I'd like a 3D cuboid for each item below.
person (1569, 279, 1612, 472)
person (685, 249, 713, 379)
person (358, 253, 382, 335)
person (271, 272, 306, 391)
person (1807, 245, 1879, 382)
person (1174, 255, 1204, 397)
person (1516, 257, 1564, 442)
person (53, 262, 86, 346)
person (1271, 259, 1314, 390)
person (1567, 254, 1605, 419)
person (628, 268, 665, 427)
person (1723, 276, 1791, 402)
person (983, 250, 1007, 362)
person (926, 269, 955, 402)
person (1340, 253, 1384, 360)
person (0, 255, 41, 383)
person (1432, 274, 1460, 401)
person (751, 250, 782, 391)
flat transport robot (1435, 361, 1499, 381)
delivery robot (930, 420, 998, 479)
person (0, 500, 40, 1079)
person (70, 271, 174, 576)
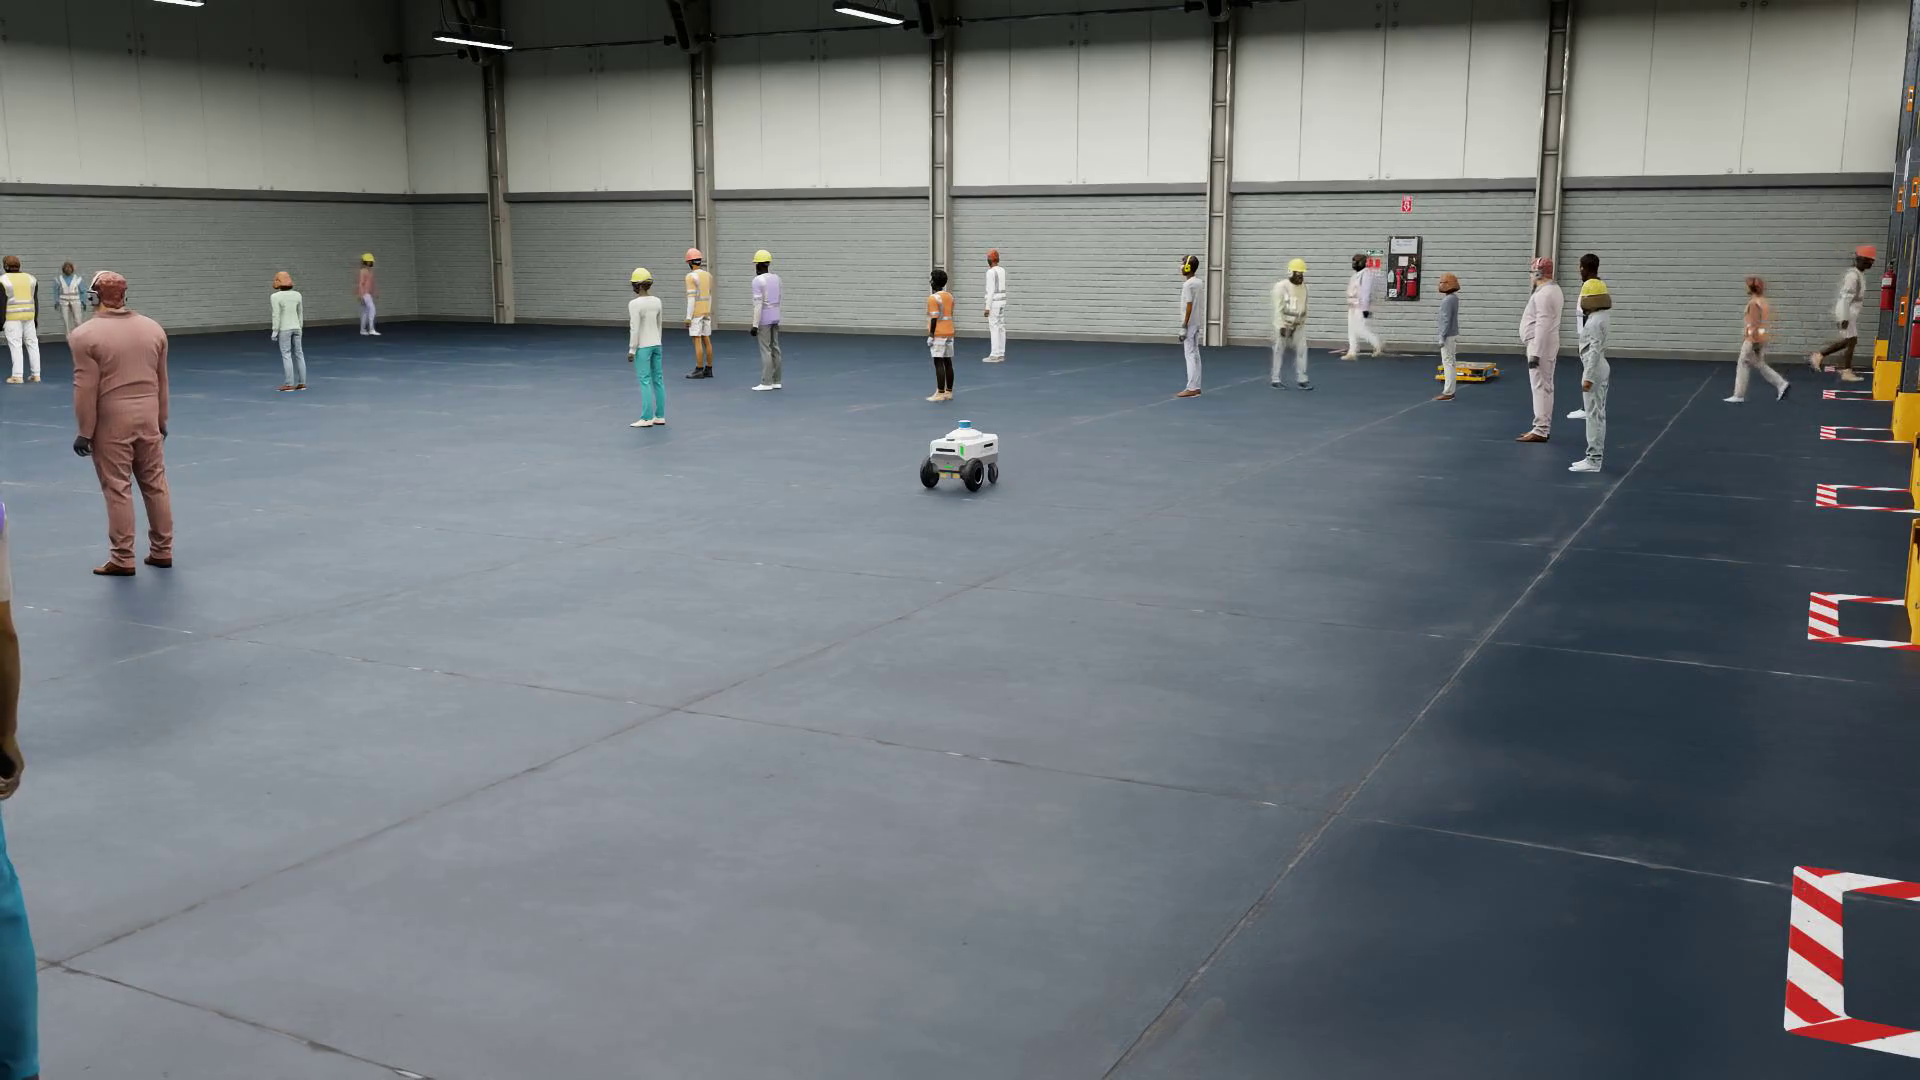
[{"bbox_3d":[5.711,-1.485,15.062,0.311,1.737,0.483,6,12,28],"label":"person"},{"bbox_3d":[-3.919,-3.368,24.803,0.374,1.930,0.542,6,12,28],"label":"person"},{"bbox_3d":[-12.533,-5.205,35.335,0.640,1.742,0.553,0,10,-2],"label":"person"},{"bbox_3d":[-9.227,-2.858,22.828,0.279,1.634,0.497,6,12,28],"label":"person"},{"bbox_3d":[12.930,-3.309,24.321,0.772,2.005,0.617,8,13,37],"label":"person"},{"bbox_3d":[3.033,-2.819,21.969,0.328,1.874,0.517,6,12,28],"label":"person"},{"bbox_3d":[5.986,-1.960,17.205,0.404,1.903,0.636,6,12,28],"label":"person"},{"bbox_3d":[-17.028,-4.495,31.822,0.540,1.610,0.720,-5,12,-25],"label":"person"},{"bbox_3d":[4.589,-2.938,22.818,0.619,1.800,0.779,-5,12,-25],"label":"person"},{"bbox_3d":[7.341,-2.352,19.373,0.391,1.890,0.587,6,12,28],"label":"person"},{"bbox_3d":[-3.513,-2.138,18.541,0.319,1.769,0.523,6,12,28],"label":"person"},{"bbox_3d":[10.169,-2.538,21.114,0.681,1.615,0.515,8,13,37],"label":"person"},{"bbox_3d":[0.586,-3.938,28.031,0.355,1.886,0.572,6,12,28],"label":"person"},{"bbox_3d":[-0.256,-2.608,21.288,0.321,1.697,0.529,6,12,28],"label":"person"},{"bbox_3d":[6.866,-3.967,28.366,0.601,1.823,0.633,-1,10,-4],"label":"person"},{"bbox_3d":[-13.658,-3.195,24.097,0.430,1.845,0.619,6,12,28],"label":"person"},{"bbox_3d":[6.299,-2.617,21.509,0.279,1.634,0.497,6,12,28],"label":"person"},{"bbox_3d":[-2.676,-3.015,22.881,0.374,1.928,0.584,6,12,28],"label":"person"},{"bbox_3d":[7.513,-2.500,24.596,0.652,0.197,1.431,5,12,27],"label":"flat transport robot"},{"bbox_3d":[0.040,-0.773,14.149,0.477,0.478,0.707,5,12,27],"label":"delivery robot"},{"bbox_3d":[-2.439,0.518,3.863,0.389,1.838,0.563,6,12,28],"label":"person"},{"bbox_3d":[-5.287,-0.729,10.471,0.404,1.911,0.636,6,12,28],"label":"person"}]
